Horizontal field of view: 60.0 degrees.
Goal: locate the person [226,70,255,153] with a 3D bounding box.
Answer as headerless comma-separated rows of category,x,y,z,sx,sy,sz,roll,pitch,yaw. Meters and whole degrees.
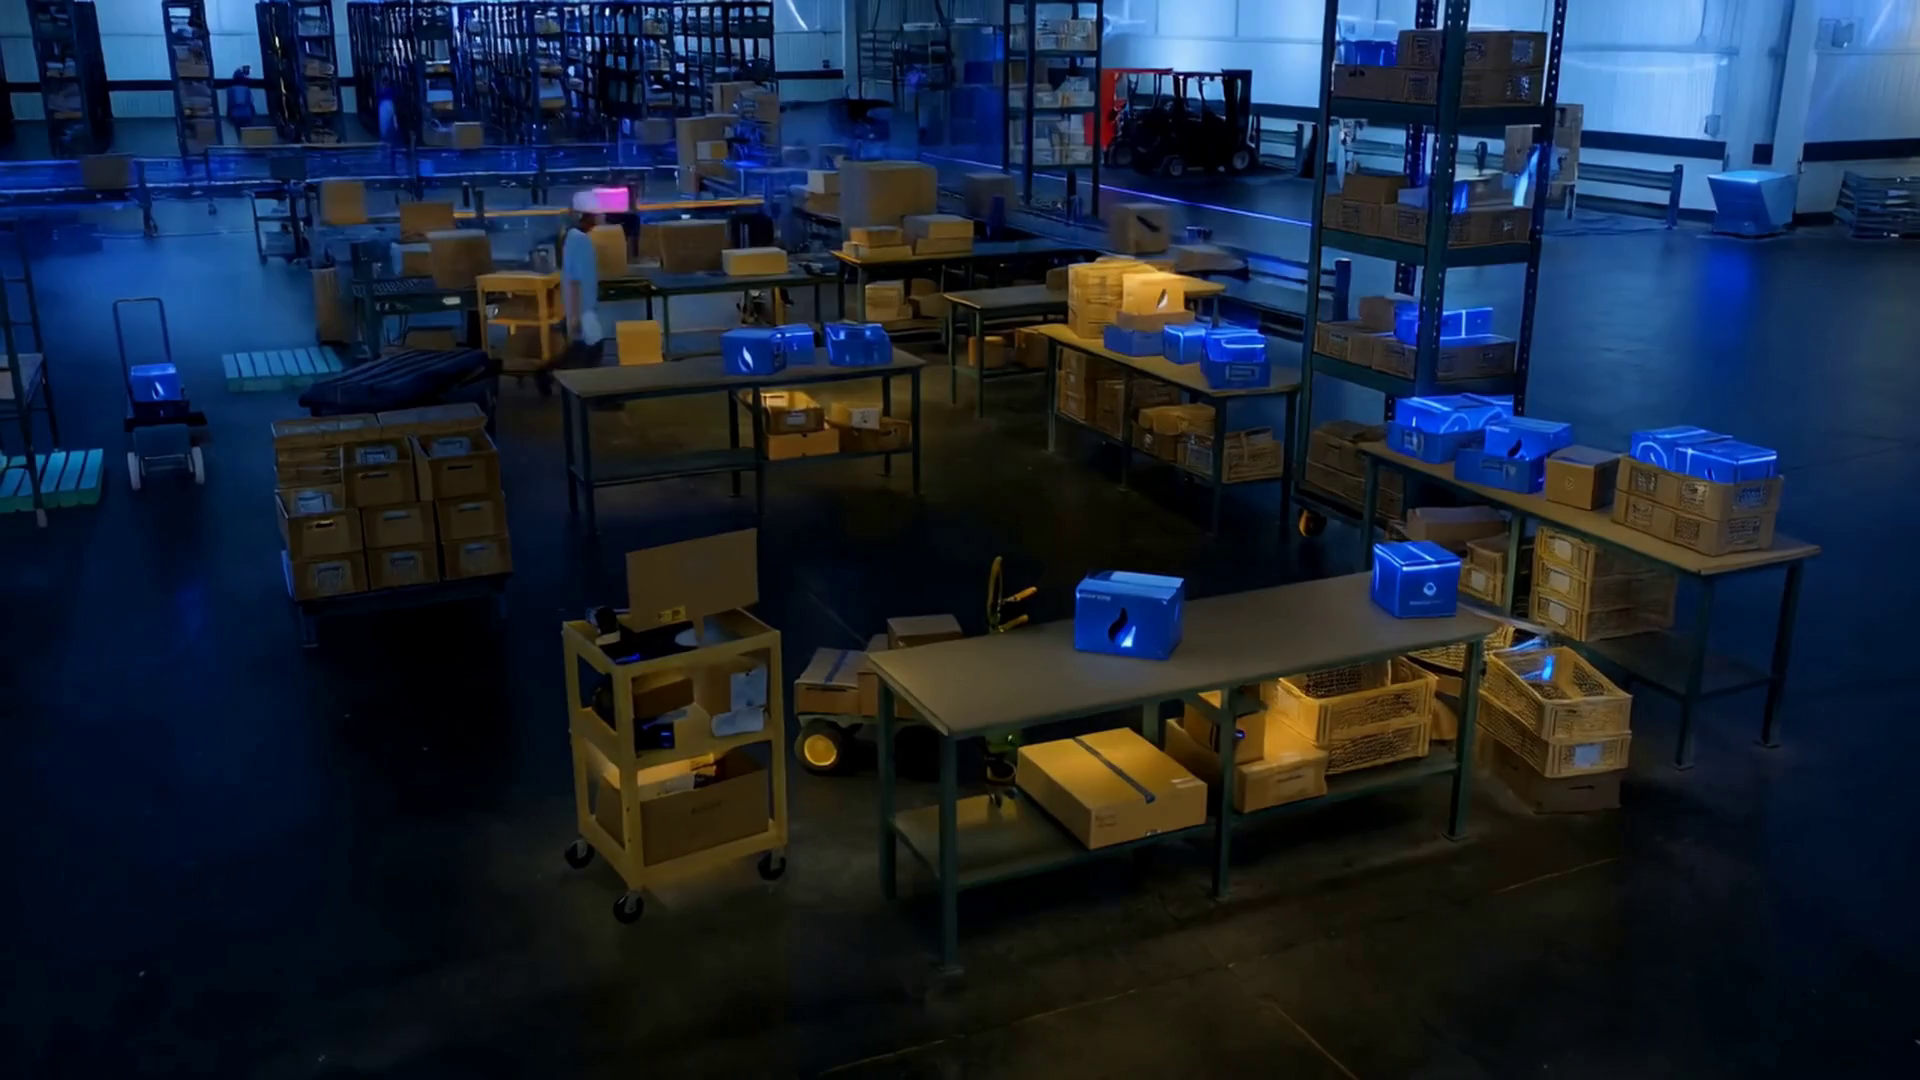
person,-17.372,-10.334,40.263,0.612,2.031,0.640,-10,20,-28

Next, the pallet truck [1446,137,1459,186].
pallet truck,9.184,-6.485,29.328,1.630,1.274,0.653,-8,19,-23

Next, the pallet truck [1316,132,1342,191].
pallet truck,7.723,-7.504,32.656,1.601,1.201,0.680,-8,19,-23

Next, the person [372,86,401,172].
person,-12.559,-8.940,36.226,0.842,1.811,0.563,-9,20,-25

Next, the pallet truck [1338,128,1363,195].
pallet truck,7.845,-7.140,31.411,1.522,1.261,0.704,-9,20,-25

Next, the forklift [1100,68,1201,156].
forklift,4.082,-9.564,37.410,2.680,1.987,1.157,-8,19,-23

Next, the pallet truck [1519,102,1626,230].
pallet truck,9.972,-6.037,26.785,1.885,1.965,0.823,-9,20,-25

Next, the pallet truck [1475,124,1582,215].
pallet truck,9.707,-6.455,28.103,1.885,1.965,0.823,-7,19,-20

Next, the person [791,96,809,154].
person,-3.323,-8.087,33.650,0.757,1.736,0.556,11,21,31

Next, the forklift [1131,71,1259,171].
forklift,4.998,-8.936,35.413,2.680,1.987,1.157,-9,20,-25

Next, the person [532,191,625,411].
person,-3.341,-2.047,14.357,0.711,1.908,0.552,-2,18,-8

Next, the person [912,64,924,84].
person,-1.138,-12.232,46.304,0.396,1.992,0.622,-3,18,-11
